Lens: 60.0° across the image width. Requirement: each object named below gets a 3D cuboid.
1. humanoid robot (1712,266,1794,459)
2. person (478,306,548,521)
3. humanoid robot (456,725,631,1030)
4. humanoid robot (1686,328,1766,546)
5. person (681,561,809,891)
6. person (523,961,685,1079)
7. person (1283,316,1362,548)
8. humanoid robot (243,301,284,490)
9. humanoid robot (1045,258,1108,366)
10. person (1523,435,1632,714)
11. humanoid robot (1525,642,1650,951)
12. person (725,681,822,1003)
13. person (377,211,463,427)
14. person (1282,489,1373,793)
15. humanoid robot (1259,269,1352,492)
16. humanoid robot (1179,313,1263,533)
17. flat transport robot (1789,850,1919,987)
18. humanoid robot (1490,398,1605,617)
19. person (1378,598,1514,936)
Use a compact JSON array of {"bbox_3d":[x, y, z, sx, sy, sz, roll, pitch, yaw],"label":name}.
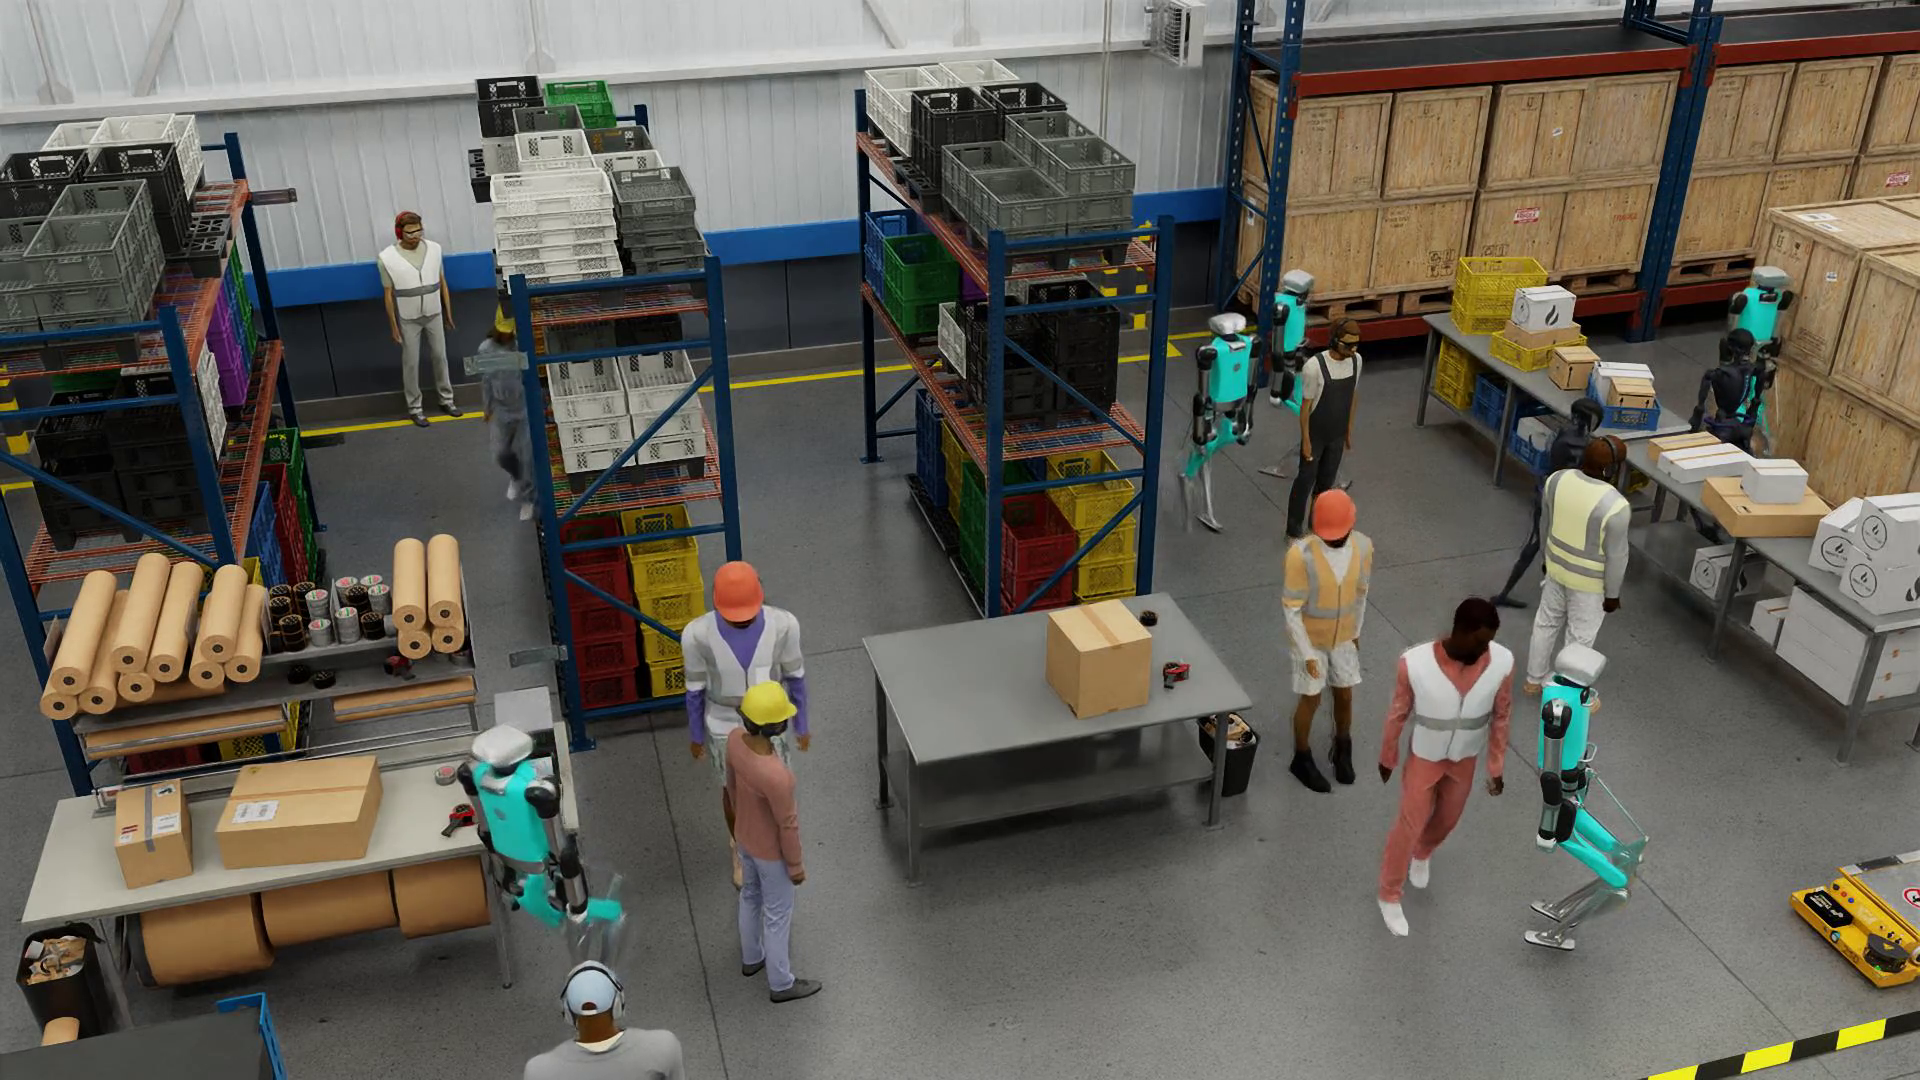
[{"bbox_3d":[6.155,-1.101,12.749,0.546,1.883,0.794,-8,30,-14],"label":"humanoid robot"},{"bbox_3d":[-3.307,-0.975,12.417,0.508,1.718,0.423,-1,29,-1],"label":"person"},{"bbox_3d":[-1.874,1.602,7.867,0.571,1.914,0.714,14,32,24],"label":"humanoid robot"},{"bbox_3d":[5.499,-0.734,12.025,0.599,1.648,0.363,-8,30,-14],"label":"humanoid robot"},{"bbox_3d":[-1.095,0.969,8.595,0.616,2.019,0.451,-7,30,-13],"label":"person"},{"bbox_3d":[-1.295,2.322,6.299,0.587,1.847,0.401,-8,30,-14],"label":"person"},{"bbox_3d":[2.621,-0.750,11.911,0.500,1.832,0.359,-14,32,-24],"label":"person"},{"bbox_3d":[-5.343,-1.058,12.609,0.315,1.657,0.599,-16,33,-27],"label":"humanoid robot"},{"bbox_3d":[1.001,-2.027,14.392,0.538,1.779,1.028,-24,37,-37],"label":"humanoid robot"},{"bbox_3d":[3.791,0.209,10.148,0.430,1.845,0.619,-15,32,-25],"label":"person"},{"bbox_3d":[3.114,1.309,8.117,0.735,1.676,0.533,15,32,26],"label":"humanoid robot"},{"bbox_3d":[-0.905,1.438,7.991,0.325,1.765,0.532,-20,35,-32],"label":"person"},{"bbox_3d":[-4.529,-1.871,13.942,0.562,1.836,0.387,-23,36,-36],"label":"person"},{"bbox_3d":[2.083,0.581,9.405,0.581,1.900,0.489,-9,30,-16],"label":"person"},{"bbox_3d":[2.787,-1.158,12.779,0.899,1.802,0.548,15,32,26],"label":"humanoid robot"},{"bbox_3d":[1.819,-0.833,12.244,0.549,1.881,0.689,-14,32,-24],"label":"humanoid robot"},{"bbox_3d":[5.163,1.916,8.676,1.431,0.231,0.659,-8,30,-14],"label":"flat transport robot"},{"bbox_3d":[4.032,-0.221,11.132,0.710,1.630,0.614,9,30,15],"label":"humanoid robot"},{"bbox_3d":[2.460,1.094,8.515,0.602,1.884,0.563,-3,29,-5],"label":"person"}]
